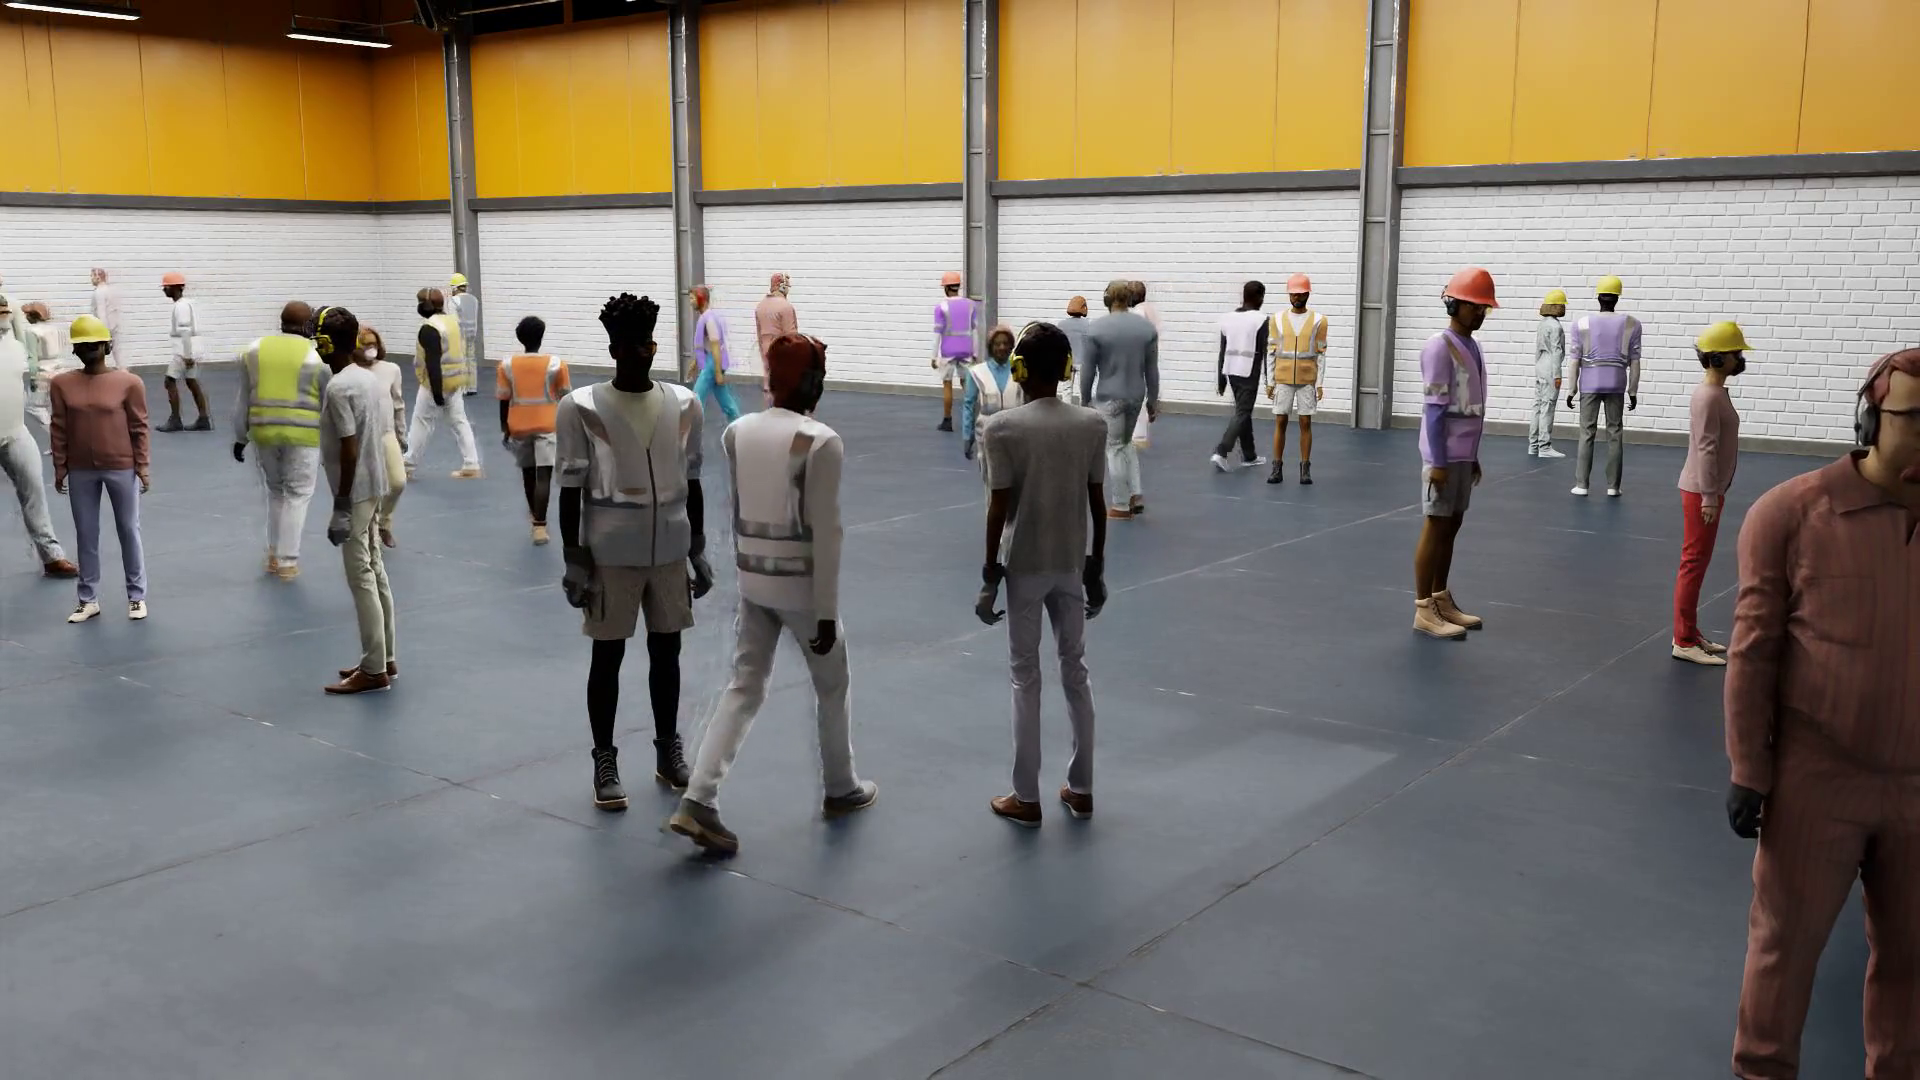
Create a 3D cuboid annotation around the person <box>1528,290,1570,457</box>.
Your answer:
[{"bbox_3d":[6.177,-1.737,17.381,0.295,1.743,0.493,-1,10,-3],"label":"person"}]

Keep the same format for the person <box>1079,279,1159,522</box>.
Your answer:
[{"bbox_3d":[1.249,-1.099,13.180,0.626,1.917,0.476,-5,11,-25],"label":"person"}]

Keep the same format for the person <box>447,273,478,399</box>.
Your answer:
[{"bbox_3d":[-7.297,-2.977,24.337,0.404,1.833,0.590,4,10,21],"label":"person"}]

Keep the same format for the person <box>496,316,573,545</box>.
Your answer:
[{"bbox_3d":[-3.124,-0.825,12.332,0.542,1.645,0.882,0,10,1],"label":"person"}]

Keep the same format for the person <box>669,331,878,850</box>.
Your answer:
[{"bbox_3d":[-0.661,0.179,5.944,0.573,1.849,0.951,7,12,34],"label":"person"}]

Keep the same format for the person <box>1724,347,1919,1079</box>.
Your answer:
[{"bbox_3d":[2.053,0.526,3.728,0.643,1.910,0.411,2,10,11],"label":"person"}]

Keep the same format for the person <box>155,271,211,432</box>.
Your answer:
[{"bbox_3d":[-9.313,-2.223,19.722,0.752,1.908,0.568,-4,10,-21],"label":"person"}]

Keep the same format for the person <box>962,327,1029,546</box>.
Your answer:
[{"bbox_3d":[0.286,-0.702,11.761,0.541,1.588,0.871,0,10,1],"label":"person"}]

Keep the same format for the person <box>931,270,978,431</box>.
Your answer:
[{"bbox_3d":[-0.076,-2.245,19.802,0.595,1.926,0.437,-4,11,-23],"label":"person"}]

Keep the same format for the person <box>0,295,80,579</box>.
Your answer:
[{"bbox_3d":[-6.294,-0.676,10.813,1.054,1.891,0.642,3,10,14],"label":"person"}]

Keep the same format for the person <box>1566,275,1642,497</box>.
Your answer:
[{"bbox_3d":[5.593,-1.331,14.478,0.594,1.926,0.367,2,10,14],"label":"person"}]

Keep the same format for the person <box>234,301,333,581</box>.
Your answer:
[{"bbox_3d":[-4.357,-0.649,10.892,0.687,1.805,0.660,0,10,2],"label":"person"}]

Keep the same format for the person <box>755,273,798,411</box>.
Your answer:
[{"bbox_3d":[-2.027,-2.069,18.853,0.405,1.904,0.647,-9,13,-41],"label":"person"}]

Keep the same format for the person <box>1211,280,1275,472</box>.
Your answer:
[{"bbox_3d":[2.763,-1.598,16.297,0.955,1.853,0.591,-8,12,-38],"label":"person"}]

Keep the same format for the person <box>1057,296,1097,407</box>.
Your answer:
[{"bbox_3d":[1.362,-2.019,19.343,0.502,1.633,0.279,4,11,22],"label":"person"}]

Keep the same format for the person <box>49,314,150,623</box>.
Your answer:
[{"bbox_3d":[-4.933,-0.405,9.562,0.524,1.769,0.314,-2,10,-12],"label":"person"}]

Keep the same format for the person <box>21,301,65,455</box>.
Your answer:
[{"bbox_3d":[-9.553,-1.681,17.385,0.371,1.624,0.537,1,10,4],"label":"person"}]

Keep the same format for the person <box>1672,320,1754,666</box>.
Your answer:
[{"bbox_3d":[3.894,-0.247,8.631,0.308,1.772,0.525,5,11,25],"label":"person"}]

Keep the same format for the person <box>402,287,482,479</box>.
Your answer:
[{"bbox_3d":[-4.959,-1.447,15.545,0.955,1.794,0.636,1,10,7],"label":"person"}]

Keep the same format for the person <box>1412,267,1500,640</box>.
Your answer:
[{"bbox_3d":[2.752,-0.478,9.205,0.393,2.036,0.605,7,12,35],"label":"person"}]

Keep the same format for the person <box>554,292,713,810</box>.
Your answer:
[{"bbox_3d":[-1.241,0.038,6.396,0.613,1.965,0.361,-6,12,-33],"label":"person"}]

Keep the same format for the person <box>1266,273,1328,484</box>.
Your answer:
[{"bbox_3d":[3.088,-1.476,15.298,0.544,1.939,0.354,2,10,14],"label":"person"}]

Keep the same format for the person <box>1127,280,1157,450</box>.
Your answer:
[{"bbox_3d":[1.882,-1.881,17.969,0.481,1.827,0.658,4,10,21],"label":"person"}]

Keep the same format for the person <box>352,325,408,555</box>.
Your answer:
[{"bbox_3d":[-4.100,-0.694,11.657,0.512,1.619,0.360,-9,13,-41],"label":"person"}]

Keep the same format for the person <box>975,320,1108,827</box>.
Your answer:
[{"bbox_3d":[0.304,0.129,6.165,0.523,1.865,0.317,-4,10,-21],"label":"person"}]

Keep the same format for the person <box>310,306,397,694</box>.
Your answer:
[{"bbox_3d":[-2.933,-0.182,8.003,0.335,1.859,0.521,-1,10,-3],"label":"person"}]

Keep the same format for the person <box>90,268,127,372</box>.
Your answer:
[{"bbox_3d":[-14.157,-3.505,27.299,0.861,1.879,0.650,0,10,-2],"label":"person"}]

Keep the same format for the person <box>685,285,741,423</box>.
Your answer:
[{"bbox_3d":[-2.695,-1.807,17.670,1.015,1.780,0.556,-1,10,-8],"label":"person"}]

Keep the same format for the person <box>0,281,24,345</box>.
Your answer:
[{"bbox_3d":[-11.568,-2.280,19.901,0.647,1.956,0.899,-9,13,-42],"label":"person"}]
